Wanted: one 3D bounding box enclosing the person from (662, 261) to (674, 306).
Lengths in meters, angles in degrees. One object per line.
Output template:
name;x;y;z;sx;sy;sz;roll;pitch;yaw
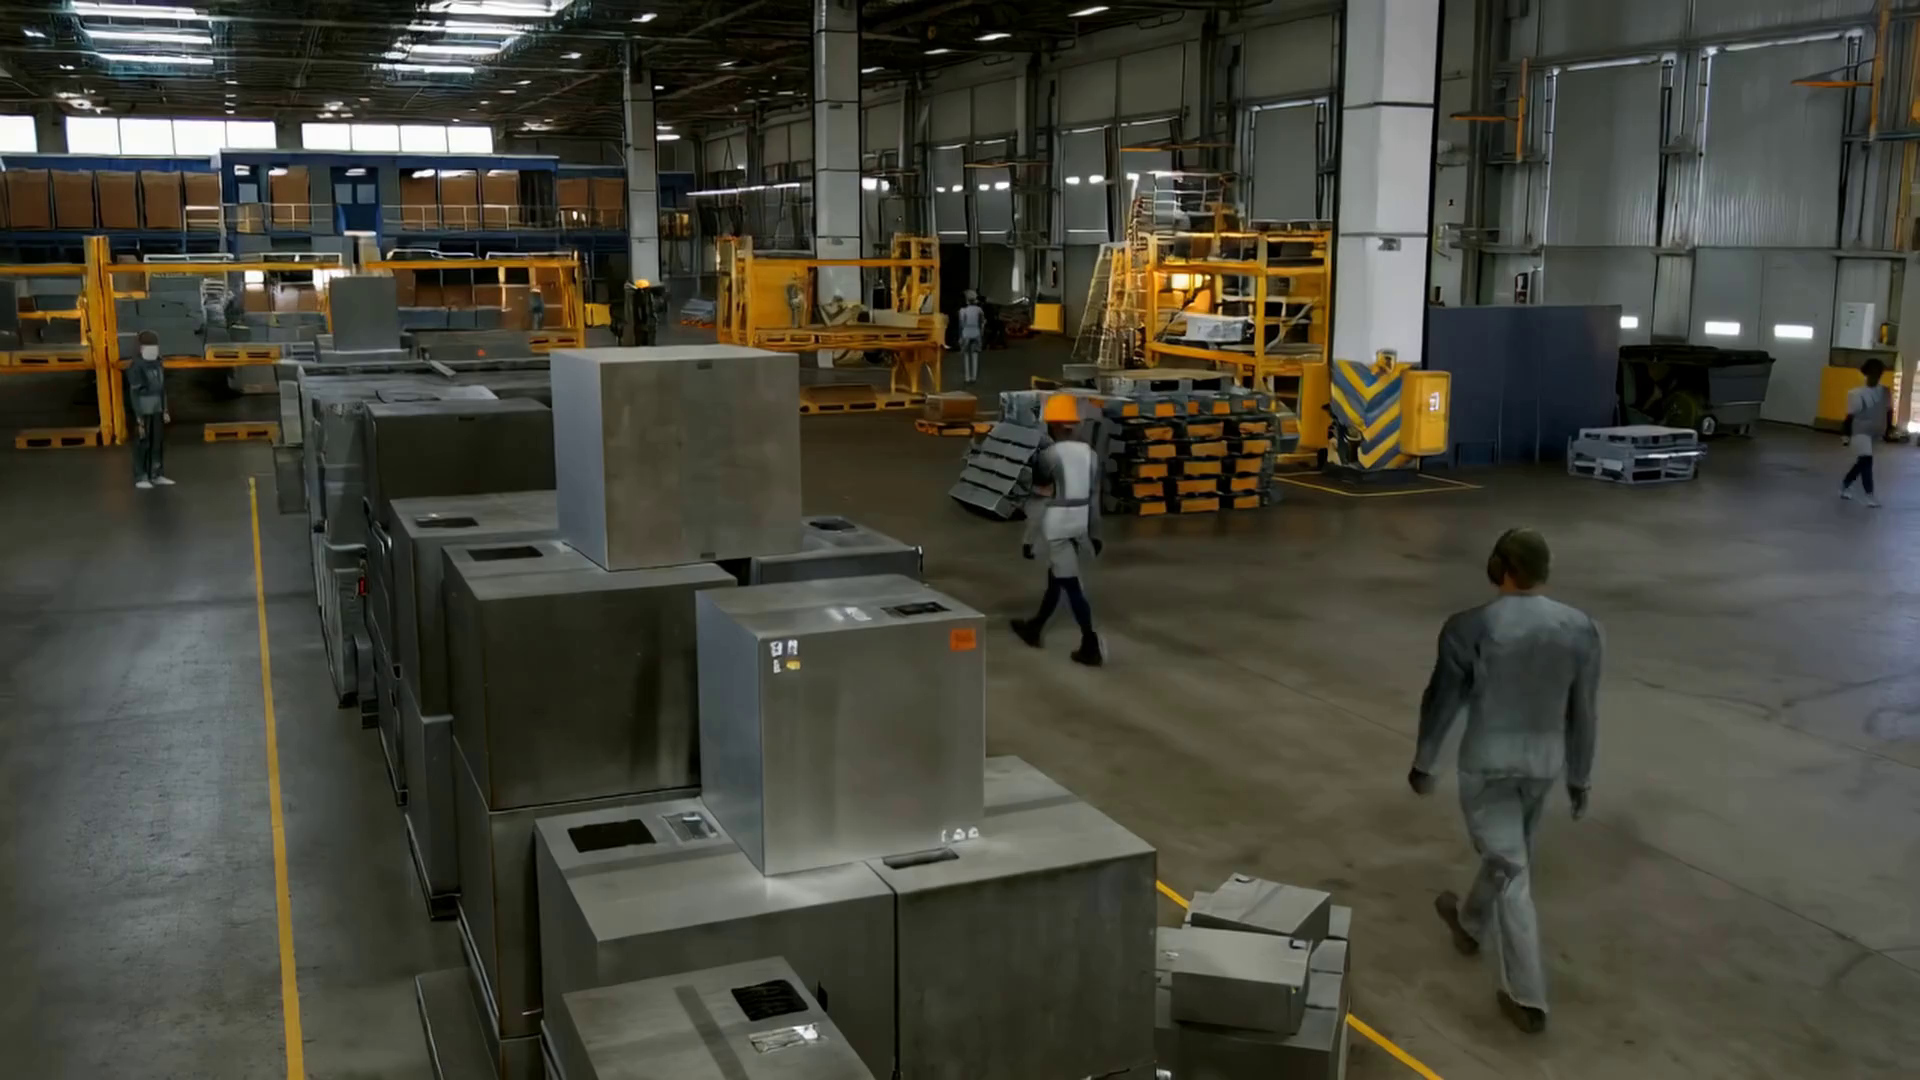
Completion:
person;-13.052;-11.417;74.083;0.612;1.986;0.407;0;10;-2

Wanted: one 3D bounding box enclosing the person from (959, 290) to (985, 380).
person;0.244;-4.306;35.065;0.569;1.926;0.604;1;10;4

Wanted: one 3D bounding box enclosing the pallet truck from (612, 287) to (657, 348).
pallet truck;-6.464;-4.406;35.401;0.823;1.965;1.885;6;12;32

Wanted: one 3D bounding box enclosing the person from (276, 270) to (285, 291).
person;-23.890;-8.531;58.455;0.358;1.883;0.572;-2;11;-12

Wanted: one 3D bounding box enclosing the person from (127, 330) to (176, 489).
person;-9.754;-1.579;20.074;0.421;1.913;0.598;2;10;11

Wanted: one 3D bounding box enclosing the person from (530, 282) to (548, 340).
person;-12.473;-6.785;49.338;0.496;1.701;0.869;4;11;22

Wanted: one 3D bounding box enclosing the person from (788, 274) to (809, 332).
person;-4.948;-7.190;51.049;0.611;1.895;1.014;3;11;14

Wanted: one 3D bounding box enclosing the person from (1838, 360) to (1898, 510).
person;10.204;-1.212;18.737;0.534;1.658;0.854;-2;10;-11

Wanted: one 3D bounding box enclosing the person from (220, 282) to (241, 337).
person;-19.727;-6.072;45.088;0.516;1.826;0.729;-10;14;-43

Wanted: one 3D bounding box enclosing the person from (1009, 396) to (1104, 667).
person;0.690;-0.079;11.853;0.566;1.882;1.011;-9;14;-41

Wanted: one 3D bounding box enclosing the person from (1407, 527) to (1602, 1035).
person;2.114;0.877;6.561;0.649;1.885;1.018;-2;10;-10

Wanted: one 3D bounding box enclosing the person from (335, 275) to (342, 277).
person;-18.414;-6.915;49.438;0.452;1.920;0.648;2;11;12
